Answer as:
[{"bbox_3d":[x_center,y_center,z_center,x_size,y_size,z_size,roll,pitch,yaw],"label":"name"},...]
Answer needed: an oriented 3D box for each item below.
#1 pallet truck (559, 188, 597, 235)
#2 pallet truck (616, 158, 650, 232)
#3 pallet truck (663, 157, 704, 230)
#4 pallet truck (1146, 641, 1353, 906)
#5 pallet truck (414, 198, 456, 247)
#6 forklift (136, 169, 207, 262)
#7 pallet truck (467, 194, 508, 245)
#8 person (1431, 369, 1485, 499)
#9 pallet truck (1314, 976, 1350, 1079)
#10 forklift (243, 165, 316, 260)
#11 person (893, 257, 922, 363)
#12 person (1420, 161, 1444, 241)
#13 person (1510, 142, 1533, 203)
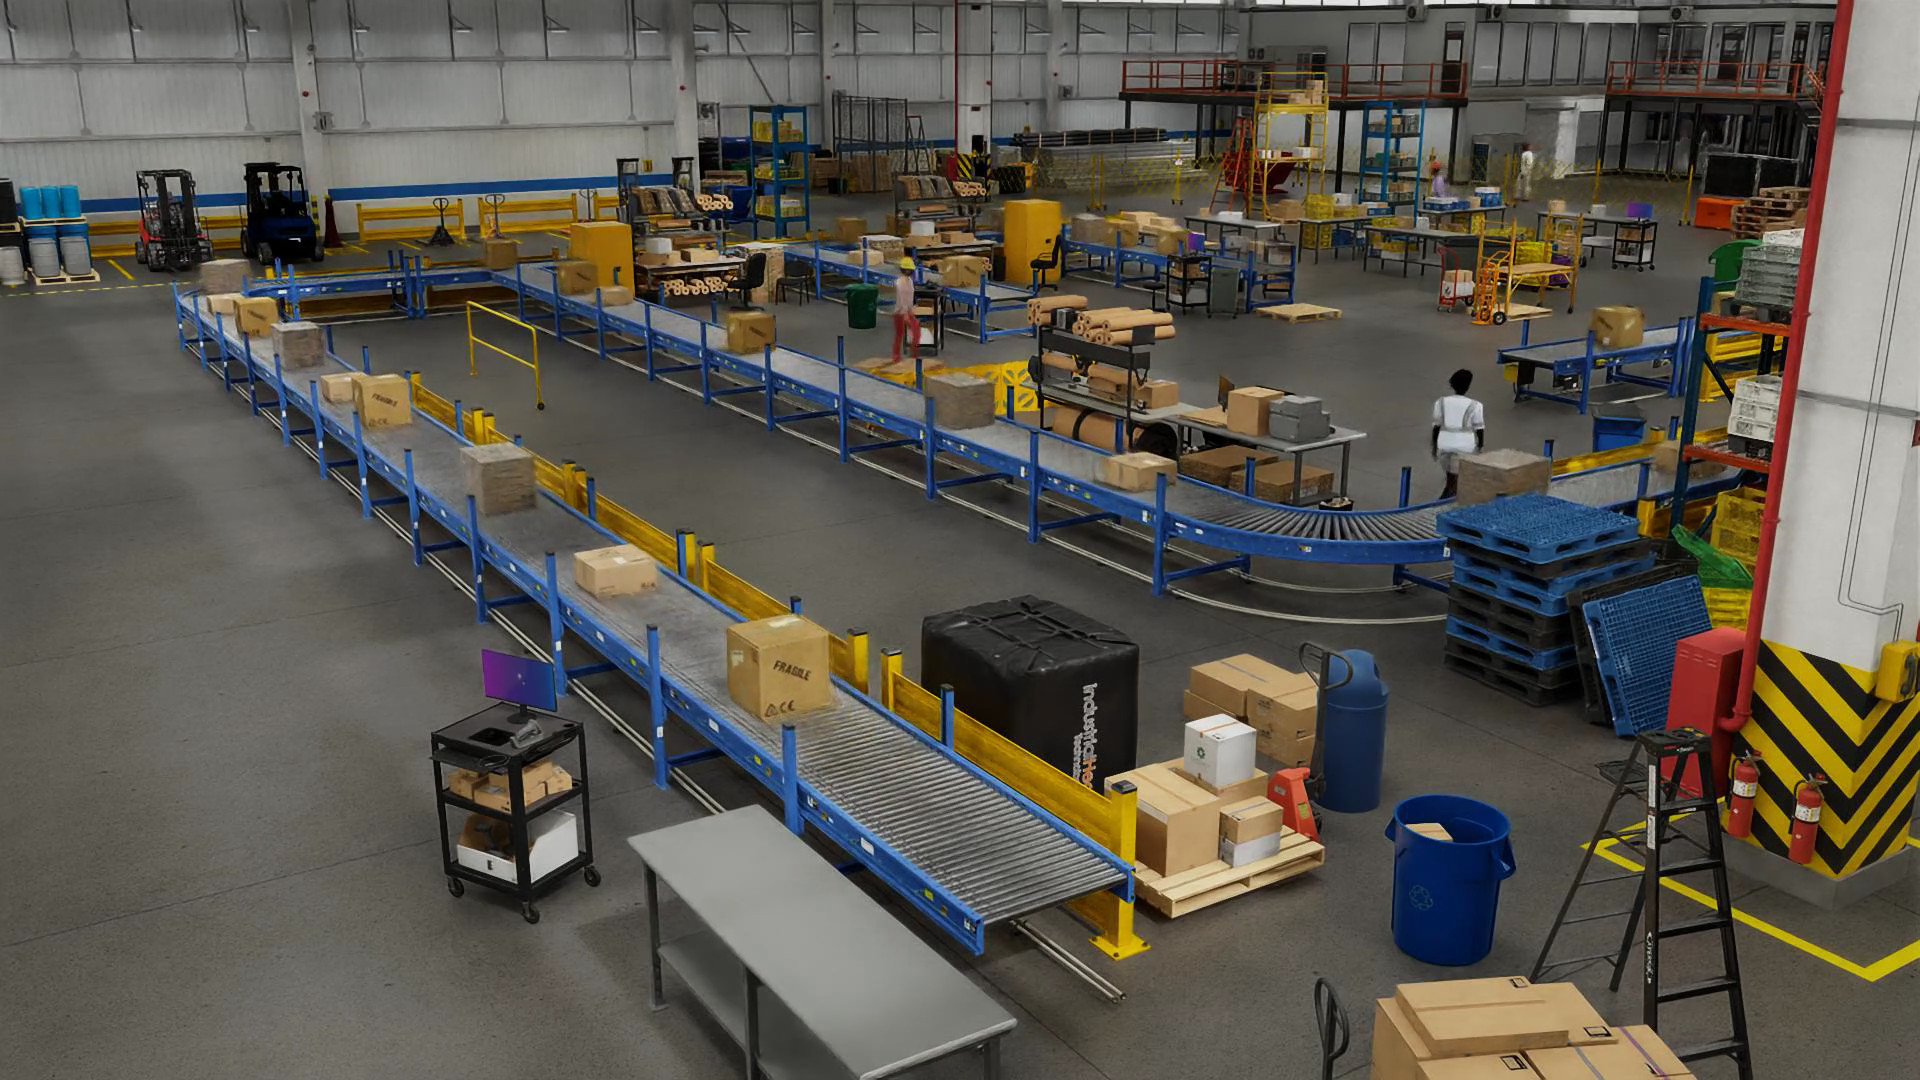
[{"bbox_3d":[-10.010,-8.652,43.699,0.653,1.274,1.630,-10,20,-31],"label":"pallet truck"},{"bbox_3d":[-8.918,-9.176,44.255,0.823,1.965,1.885,-9,19,-27],"label":"pallet truck"},{"bbox_3d":[-7.586,-9.308,44.692,0.823,1.965,1.885,-11,20,-33],"label":"pallet truck"},{"bbox_3d":[1.664,1.407,10.232,1.630,1.274,0.653,-10,20,-31],"label":"pallet truck"},{"bbox_3d":[-13.250,-8.060,41.856,0.680,1.201,1.601,-10,20,-31],"label":"pallet truck"},{"bbox_3d":[-17.842,-7.318,37.559,1.157,1.987,2.680,-10,20,-31],"label":"forklift"},{"bbox_3d":[-11.983,-8.177,42.137,0.704,1.261,1.522,-11,20,-33],"label":"pallet truck"},{"bbox_3d":[5.236,-0.978,17.573,0.529,1.650,0.918,15,22,41],"label":"person"},{"bbox_3d":[2.299,2.390,7.086,1.601,1.201,0.680,-2,17,-7],"label":"pallet truck"},{"bbox_3d":[-15.898,-7.669,38.708,1.157,1.987,2.680,-11,20,-33],"label":"forklift"},{"bbox_3d":[-0.774,-3.502,25.803,0.659,1.743,0.530,9,19,27],"label":"person"},{"bbox_3d":[12.070,-8.623,42.394,0.702,2.014,0.613,-1,17,-2],"label":"person"},{"bbox_3d":[17.827,-11.643,52.695,0.574,1.858,0.731,-11,20,-33],"label":"person"}]
